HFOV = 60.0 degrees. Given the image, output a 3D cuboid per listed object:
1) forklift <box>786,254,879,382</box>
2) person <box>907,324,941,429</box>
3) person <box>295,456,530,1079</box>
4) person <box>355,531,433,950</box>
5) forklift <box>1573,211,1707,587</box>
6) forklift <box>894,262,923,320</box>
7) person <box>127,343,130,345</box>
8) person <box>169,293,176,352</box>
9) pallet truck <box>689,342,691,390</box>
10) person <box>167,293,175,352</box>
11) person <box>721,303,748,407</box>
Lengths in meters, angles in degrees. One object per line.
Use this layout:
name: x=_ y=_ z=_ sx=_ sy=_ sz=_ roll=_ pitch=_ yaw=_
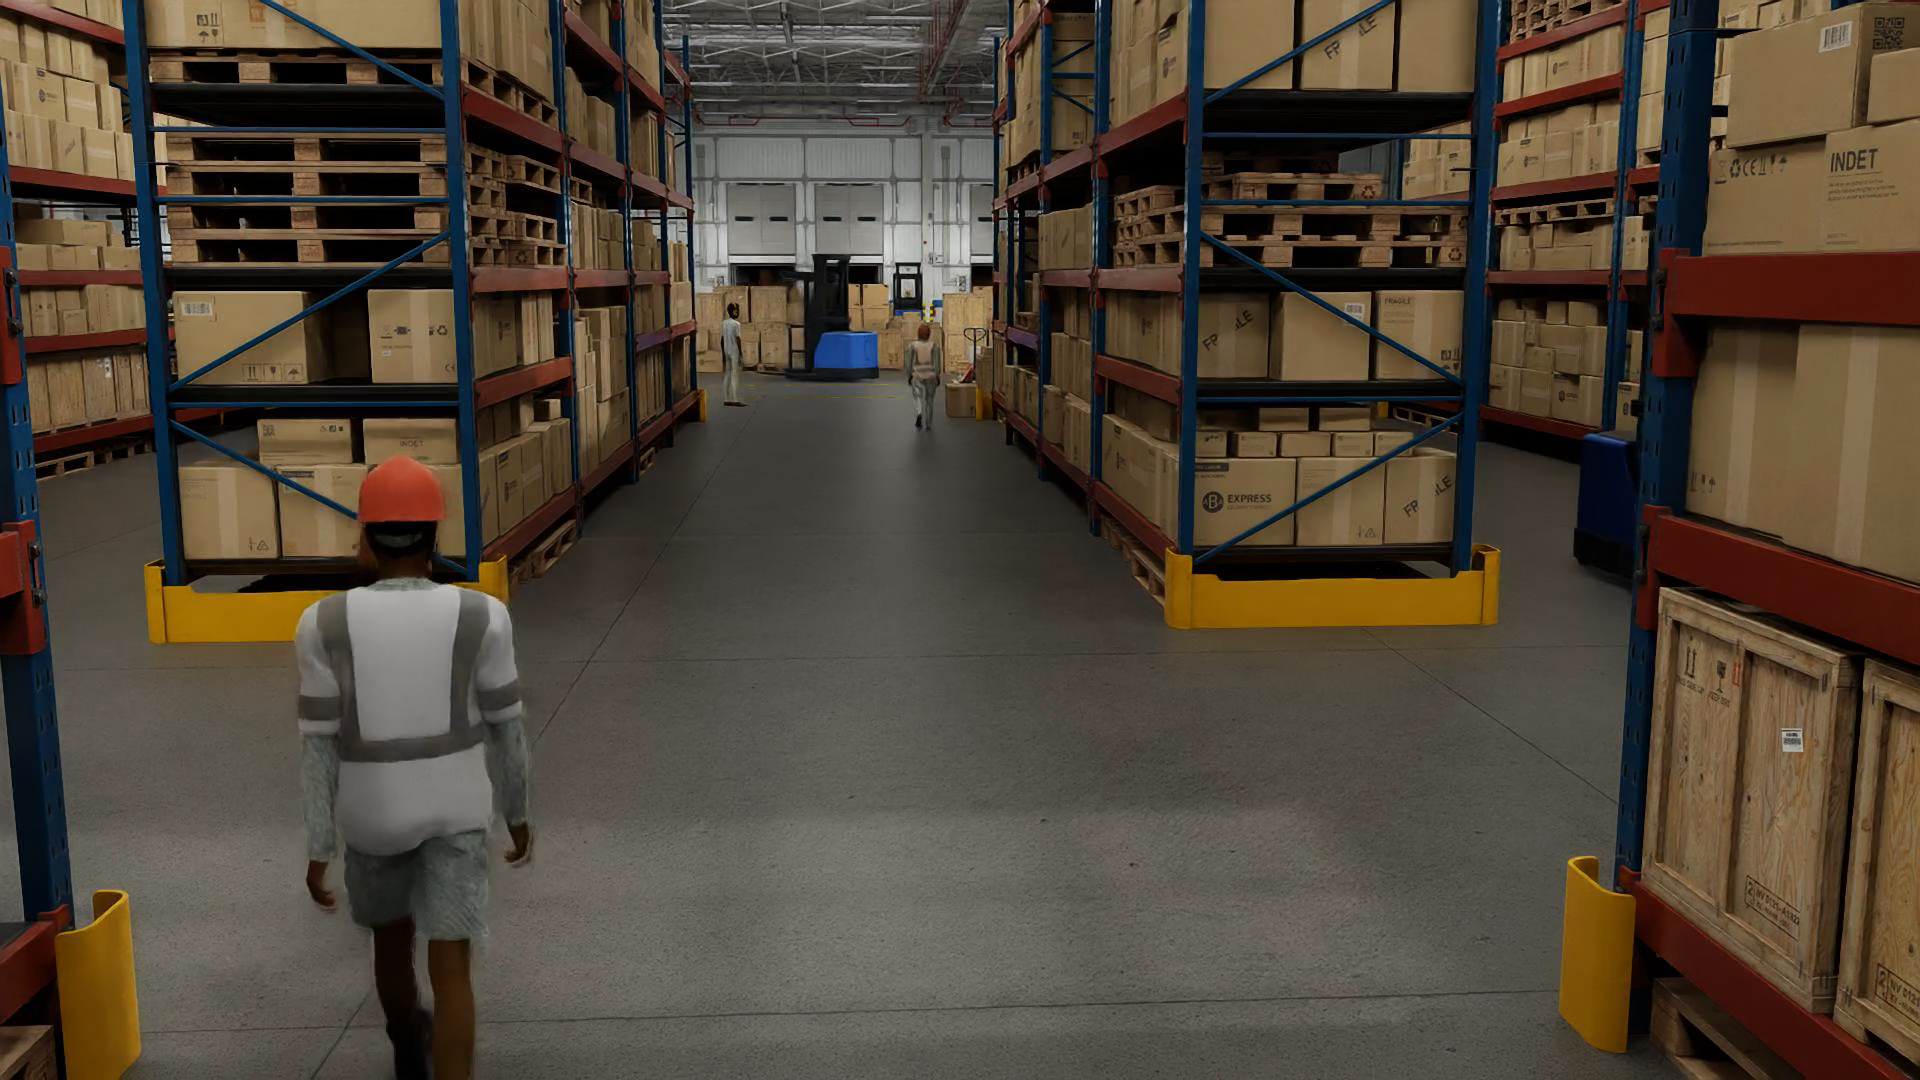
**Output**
forklift: x=-2.829 y=-4.968 z=37.022 sx=1.873 sy=2.768 sz=1.129 roll=7 pitch=11 yaw=37
person: x=-0.544 y=-2.473 z=25.306 sx=0.520 sy=1.627 sz=0.473 roll=0 pitch=9 yaw=-2
person: x=-1.453 y=0.718 z=4.476 sx=0.568 sy=1.878 sz=1.009 roll=-3 pitch=9 yaw=-16
person: x=-1.876 y=0.680 z=5.585 sx=0.517 sy=1.582 sz=0.877 roll=-2 pitch=9 yaw=-14
forklift: x=5.561 y=-1.062 z=12.497 sx=1.129 sy=2.768 sz=1.873 roll=-1 pitch=9 yaw=-4
forklift: x=-1.918 y=-8.863 z=61.485 sx=1.129 sy=2.768 sz=1.873 roll=-1 pitch=9 yaw=-4
person: x=-23.621 y=-6.098 z=47.209 sx=0.827 sy=1.897 sz=0.589 roll=7 pitch=11 yaw=38
person: x=-24.042 y=-6.707 z=50.919 sx=0.435 sy=1.928 sz=0.652 roll=-7 pitch=11 yaw=-38
pallet truck: x=-5.225 y=-3.008 z=27.480 sx=1.885 sy=1.965 sz=0.823 roll=2 pitch=9 yaw=14
person: x=-24.095 y=-6.617 z=50.549 sx=0.606 sy=1.871 sz=0.944 roll=-3 pitch=9 yaw=-18
person: x=-4.069 y=-3.307 z=29.777 sx=0.530 sy=1.864 sz=0.313 roll=8 pitch=12 yaw=43
